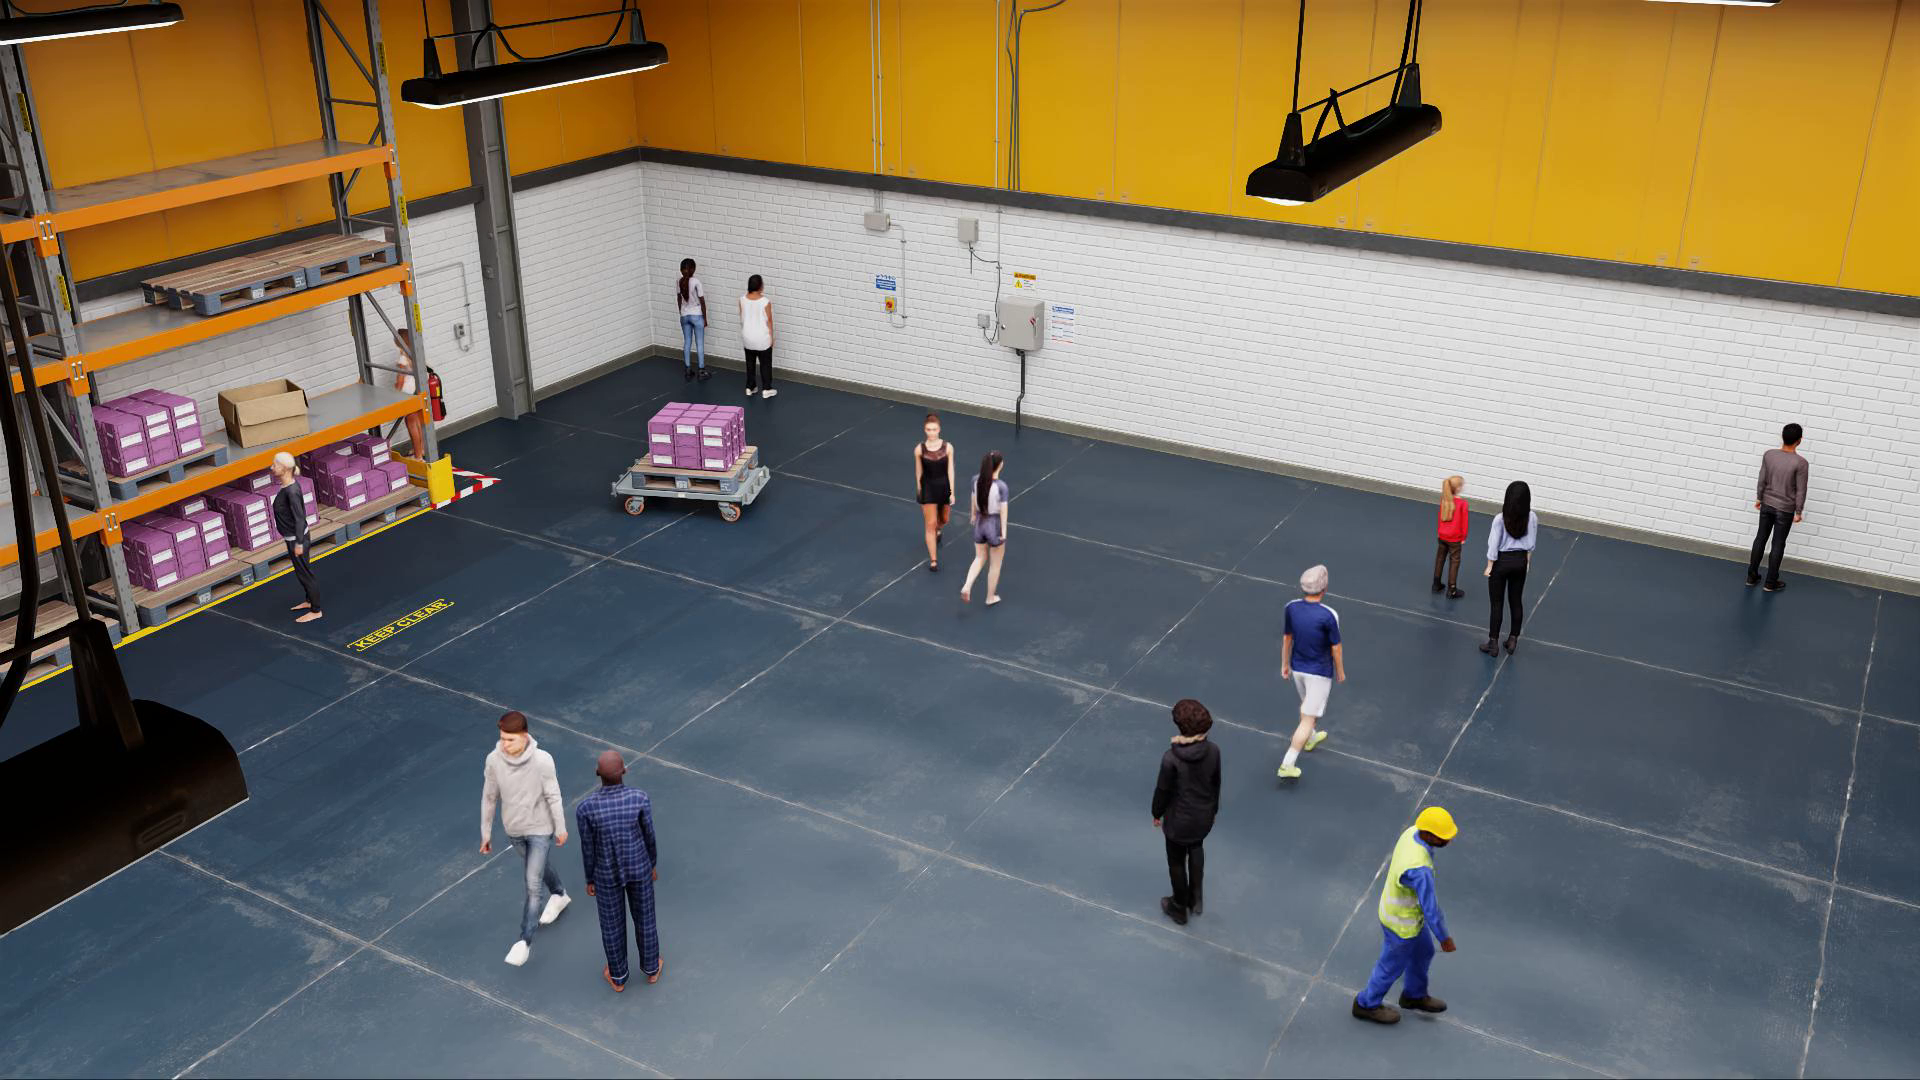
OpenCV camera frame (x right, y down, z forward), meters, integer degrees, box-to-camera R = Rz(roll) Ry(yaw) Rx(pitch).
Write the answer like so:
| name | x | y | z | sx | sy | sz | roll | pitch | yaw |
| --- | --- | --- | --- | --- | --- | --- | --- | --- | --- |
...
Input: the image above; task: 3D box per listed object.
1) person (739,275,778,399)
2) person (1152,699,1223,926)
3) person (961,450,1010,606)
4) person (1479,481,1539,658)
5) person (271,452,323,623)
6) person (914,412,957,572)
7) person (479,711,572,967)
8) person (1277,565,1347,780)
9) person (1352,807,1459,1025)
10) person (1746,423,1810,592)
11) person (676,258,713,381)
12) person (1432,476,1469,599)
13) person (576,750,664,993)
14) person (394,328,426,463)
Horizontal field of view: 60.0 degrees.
| name | x | y | z | sx | sy | sz | roll | pitch | yaw |
| --- | --- | --- | --- | --- | --- | --- | --- | --- | --- |
| person | -2.749 | -2.786 | 22.635 | 0.658 | 1.687 | 0.614 | 11 | 26 | 23 |
| person | 1.643 | 1.959 | 11.681 | 0.714 | 1.766 | 0.789 | -8 | 25 | -17 |
| person | 0.242 | -0.074 | 16.492 | 0.663 | 1.637 | 0.768 | 16 | 29 | 33 |
| person | 5.141 | 0.264 | 15.588 | 0.715 | 1.743 | 0.767 | -5 | 24 | -11 |
| person | -6.523 | -0.056 | 16.339 | 0.696 | 1.726 | 0.690 | -12 | 26 | -26 |
| person | -0.254 | -0.550 | 17.559 | 0.947 | 1.655 | 1.090 | -2 | 24 | -5 |
| person | -2.956 | 1.972 | 11.609 | 0.913 | 1.801 | 1.275 | 6 | 24 | 14 |
| person | 2.843 | 1.105 | 13.586 | 1.225 | 1.804 | 0.877 | -21 | 31 | -39 |
| person | 2.763 | 2.420 | 10.629 | 0.868 | 1.763 | 0.870 | 4 | 24 | 9 |
| person | 8.323 | -0.341 | 16.944 | 0.670 | 1.764 | 0.713 | -21 | 31 | -39 |
| person | -3.758 | -3.111 | 23.338 | 0.609 | 1.720 | 0.565 | 9 | 25 | 20 |
| person | 4.979 | -0.044 | 16.869 | 0.589 | 1.280 | 0.566 | -17 | 29 | -34 |
| person | -2.250 | 2.191 | 11.084 | 0.750 | 1.820 | 0.825 | -8 | 25 | -18 |
| person | -6.670 | -1.757 | 20.276 | 0.752 | 1.692 | 0.672 | 2 | 24 | 5 |
